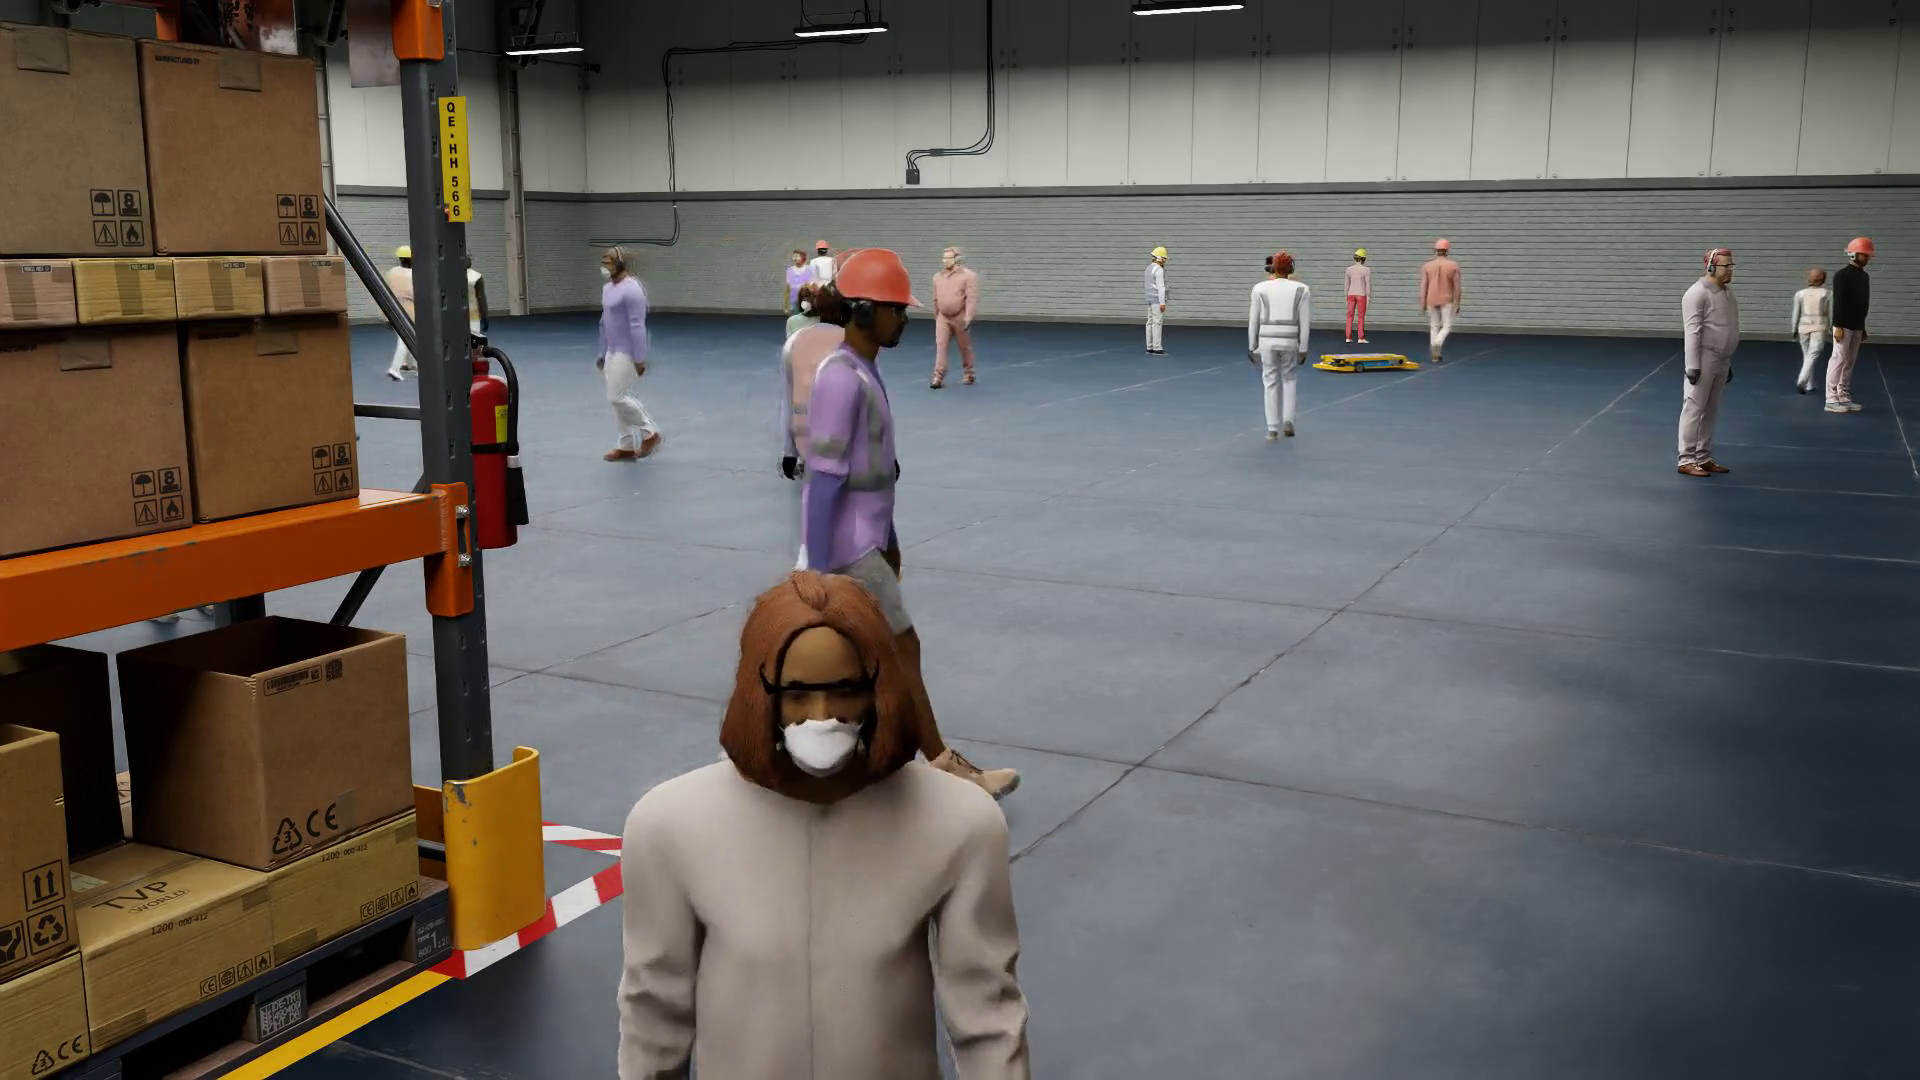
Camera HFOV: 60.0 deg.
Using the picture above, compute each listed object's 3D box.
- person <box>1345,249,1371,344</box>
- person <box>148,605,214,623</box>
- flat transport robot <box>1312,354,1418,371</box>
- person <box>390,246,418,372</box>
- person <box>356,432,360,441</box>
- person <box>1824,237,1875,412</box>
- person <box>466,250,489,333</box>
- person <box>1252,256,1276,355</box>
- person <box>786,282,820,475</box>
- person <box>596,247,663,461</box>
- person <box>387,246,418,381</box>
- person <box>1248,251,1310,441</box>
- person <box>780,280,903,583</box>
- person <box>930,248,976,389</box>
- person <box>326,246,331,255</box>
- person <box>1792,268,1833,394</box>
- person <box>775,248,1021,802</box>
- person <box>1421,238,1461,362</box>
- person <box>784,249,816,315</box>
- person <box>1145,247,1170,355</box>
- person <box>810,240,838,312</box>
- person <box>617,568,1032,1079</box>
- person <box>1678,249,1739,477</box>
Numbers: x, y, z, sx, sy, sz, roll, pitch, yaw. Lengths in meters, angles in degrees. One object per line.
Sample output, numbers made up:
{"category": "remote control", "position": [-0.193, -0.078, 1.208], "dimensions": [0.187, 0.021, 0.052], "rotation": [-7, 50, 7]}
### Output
{"category": "person", "position": [7.460, -4.561, 31.164], "dimensions": [0.529, 1.767, 0.329], "rotation": [9, 14, 42]}
{"category": "person", "position": [-4.161, -0.489, 8.742], "dimensions": [0.346, 1.847, 0.505], "rotation": [9, 14, 41]}
{"category": "flat transport robot", "position": [6.080, -2.671, 24.940], "dimensions": [1.431, 0.197, 0.652], "rotation": [-4, 11, -21]}
{"category": "person", "position": [-8.223, -3.435, 24.759], "dimensions": [0.533, 1.864, 0.310], "rotation": [4, 11, 21]}
{"category": "person", "position": [-6.098, -1.747, 15.546], "dimensions": [0.671, 1.859, 0.953], "rotation": [4, 11, 21]}
{"category": "person", "position": [10.247, -2.471, 19.141], "dimensions": [0.608, 1.996, 0.376], "rotation": [-7, 13, -35]}
{"category": "person", "position": [-6.633, -2.973, 22.342], "dimensions": [0.661, 1.824, 0.485], "rotation": [2, 11, 10]}
{"category": "person", "position": [5.320, -3.939, 28.016], "dimensions": [0.743, 1.673, 0.530], "rotation": [2, 11, 9]}
{"category": "person", "position": [-1.237, -1.343, 13.977], "dimensions": [0.507, 1.632, 0.268], "rotation": [3, 11, 18]}
{"category": "person", "position": [-3.025, -1.651, 14.871], "dimensions": [0.447, 1.920, 0.632], "rotation": [-6, 12, -30]}
{"category": "person", "position": [-7.785, -3.188, 23.378], "dimensions": [0.582, 1.887, 0.988], "rotation": [5, 11, 25]}
{"category": "person", "position": [3.156, -1.926, 16.553], "dimensions": [0.580, 1.858, 0.669], "rotation": [1, 10, 5]}
{"category": "person", "position": [-0.614, -0.488, 8.889], "dimensions": [0.653, 1.787, 0.978], "rotation": [9, 14, 41]}
{"category": "person", "position": [-0.085, -2.974, 22.258], "dimensions": [0.636, 1.867, 0.984], "rotation": [4, 11, 19]}
{"category": "person", "position": [-10.136, -3.702, 26.212], "dimensions": [0.721, 1.891, 0.637], "rotation": [-2, 11, -12]}
{"category": "person", "position": [10.953, -2.688, 21.397], "dimensions": [0.838, 1.604, 0.506], "rotation": [-8, 13, -38]}
{"category": "person", "position": [-0.350, -0.020, 5.847], "dimensions": [1.068, 1.978, 0.619], "rotation": [0, 10, -1]}
{"category": "person", "position": [7.632, -3.805, 26.451], "dimensions": [0.628, 1.981, 0.648], "rotation": [7, 13, 35]}
{"category": "person", "position": [-2.684, -4.060, 28.352], "dimensions": [0.585, 1.804, 0.960], "rotation": [6, 12, 29]}
{"category": "person", "position": [3.341, -4.038, 28.159], "dimensions": [0.403, 1.823, 0.588], "rotation": [-3, 11, -17]}
{"category": "person", "position": [-2.595, -4.731, 31.630], "dimensions": [0.547, 1.936, 0.383], "rotation": [-4, 11, -22]}
{"category": "person", "position": [-0.163, 0.844, 2.089], "dimensions": [0.530, 1.604, 0.695], "rotation": [-2, 11, -9]}
{"category": "person", "position": [6.355, -1.496, 14.071], "dimensions": [0.638, 1.909, 0.408], "rotation": [-9, 13, -39]}
